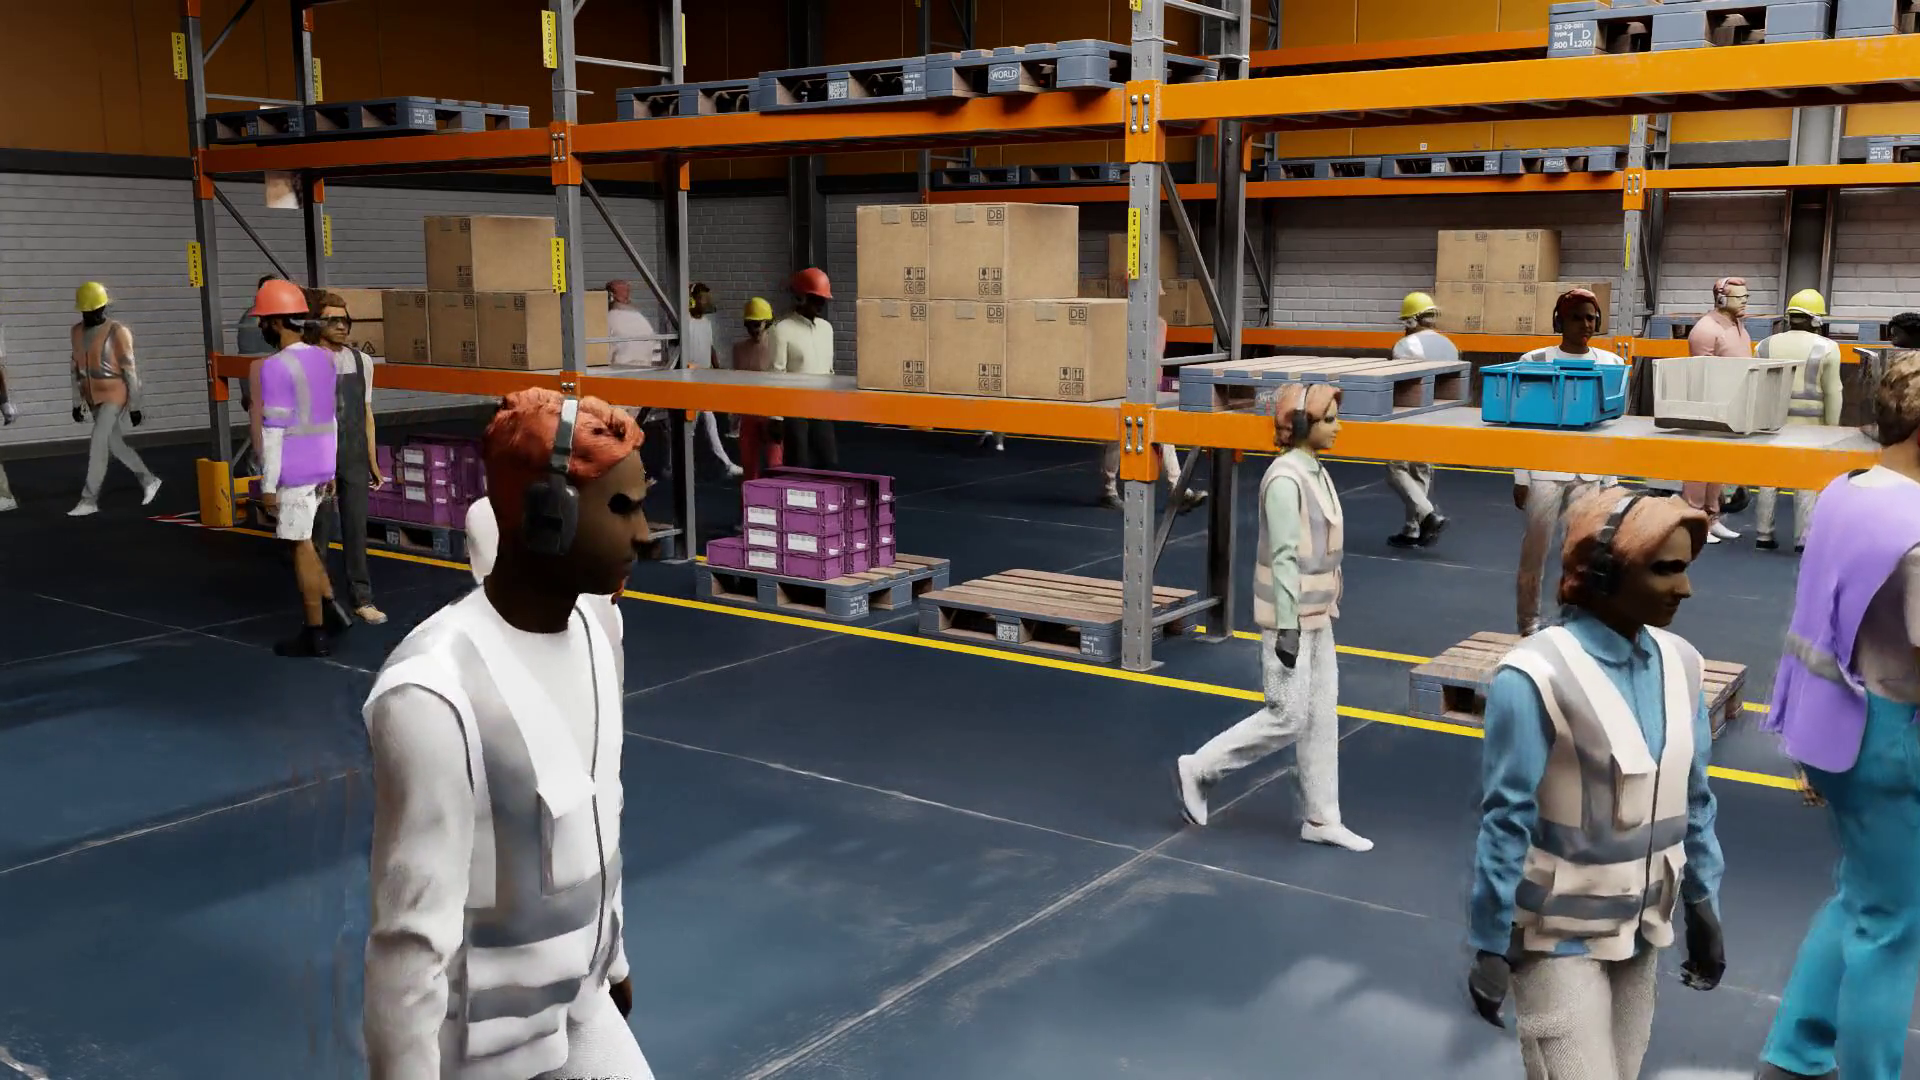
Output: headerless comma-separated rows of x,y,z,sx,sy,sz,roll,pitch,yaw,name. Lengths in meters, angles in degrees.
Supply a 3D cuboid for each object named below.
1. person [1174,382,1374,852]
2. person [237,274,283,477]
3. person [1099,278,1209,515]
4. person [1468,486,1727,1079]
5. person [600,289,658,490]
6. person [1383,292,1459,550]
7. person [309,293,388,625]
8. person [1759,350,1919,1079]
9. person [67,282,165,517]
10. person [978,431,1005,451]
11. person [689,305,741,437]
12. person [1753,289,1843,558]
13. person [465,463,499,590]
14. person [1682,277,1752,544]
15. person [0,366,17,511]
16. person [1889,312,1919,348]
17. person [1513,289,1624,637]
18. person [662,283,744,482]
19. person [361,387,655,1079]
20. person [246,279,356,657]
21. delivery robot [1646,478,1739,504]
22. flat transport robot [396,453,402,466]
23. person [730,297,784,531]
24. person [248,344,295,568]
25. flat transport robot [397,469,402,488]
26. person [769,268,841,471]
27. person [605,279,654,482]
1.104,0.263,5.701,0.613,1.621,0.524,5,11,27,person
-5.819,-1.269,13.970,0.444,1.919,0.652,0,10,2,person
1.504,-1.161,13.271,0.631,1.929,1.051,-7,12,-37,person
1.151,0.715,2.971,0.548,1.625,0.389,-6,11,-32,person
-3.072,-1.313,14.642,1.001,1.783,0.614,5,11,26,person
3.211,-0.808,11.564,0.620,1.802,0.568,-6,11,-30,person
-3.421,-0.423,9.139,0.345,1.847,0.508,8,13,40,person
2.036,0.503,3.655,0.454,1.839,0.575,2,10,10,person
-6.866,-1.154,13.464,0.604,1.868,0.931,4,10,23,person
0.344,-1.891,17.700,0.597,1.913,0.408,-2,10,-11,person
-2.872,-2.013,19.087,0.897,1.689,0.488,1,10,5,person
5.728,-0.794,11.393,0.404,1.827,0.600,-7,12,-38,person
-1.319,0.363,5.163,0.513,1.606,0.735,-8,12,-39,person
5.495,-0.936,12.012,0.642,1.909,0.399,-9,13,-41,person
-7.868,-1.080,13.082,0.560,1.827,0.948,3,10,16,person
6.275,-0.655,11.001,0.336,1.686,0.584,-2,10,-11,person
3.074,-0.323,8.433,0.575,1.883,0.355,-1,10,-7,person
-2.360,-1.441,15.295,0.986,1.819,0.516,3,10,15,person
-0.623,0.704,2.406,0.802,1.838,0.687,2,10,12,person
-3.375,-0.345,8.428,0.400,1.926,0.567,1,10,6,person
5.902,-0.539,13.388,0.477,0.478,0.707,-8,12,-38,delivery robot
-5.152,-0.639,15.104,0.652,0.197,1.431,-3,10,-18,flat transport robot
-1.484,-0.923,12.367,0.548,1.762,0.341,5,11,29,person
-4.297,-0.642,10.742,0.678,1.748,0.528,7,12,37,person
-4.571,-0.491,14.221,1.431,0.197,0.652,-3,10,-18,flat transport robot
-1.084,-0.882,11.481,0.481,1.970,0.655,7,12,37,person
-2.766,-1.215,13.796,0.550,1.868,0.691,6,11,30,person
